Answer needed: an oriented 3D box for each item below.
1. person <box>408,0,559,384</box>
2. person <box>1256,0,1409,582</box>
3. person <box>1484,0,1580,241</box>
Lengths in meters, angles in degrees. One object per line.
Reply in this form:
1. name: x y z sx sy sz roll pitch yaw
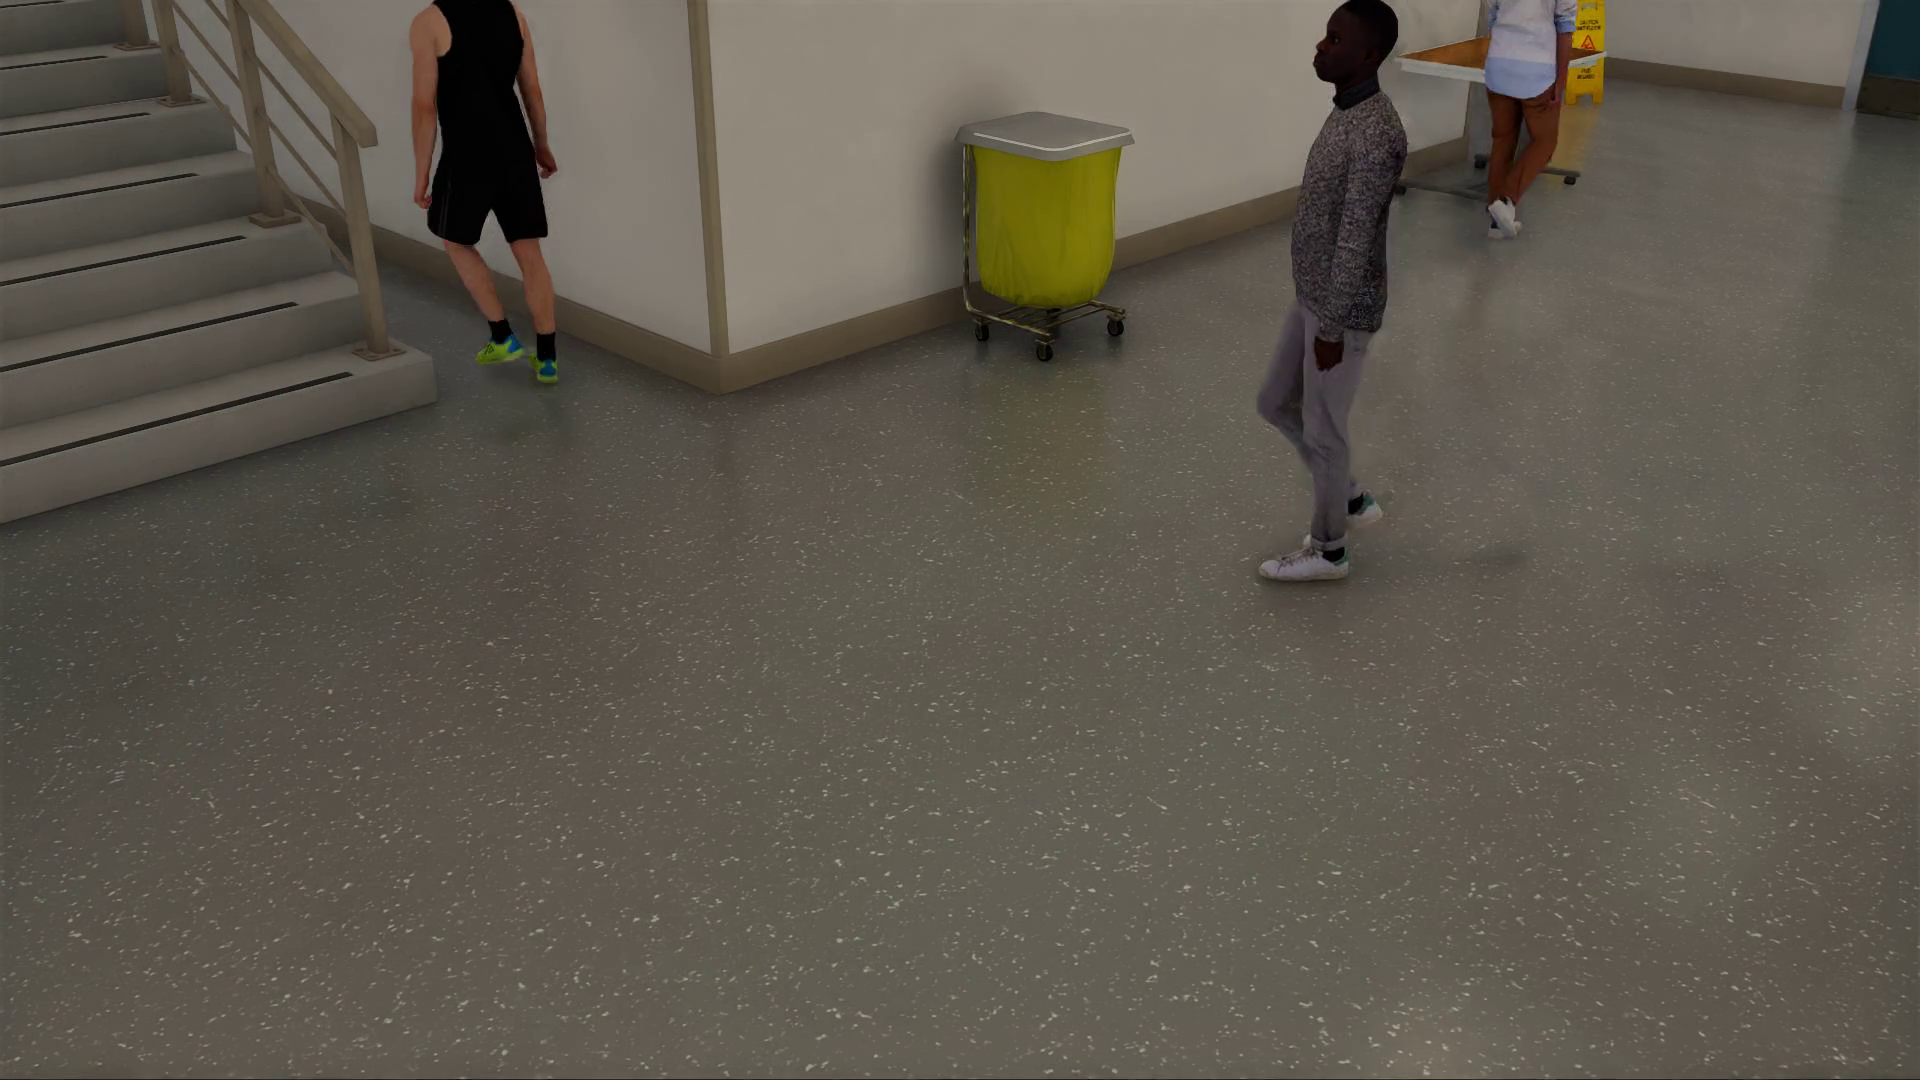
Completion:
1. person: -1.890 -1.514 6.735 0.856 1.861 0.727 -17 31 -32
2. person: 1.243 -0.716 5.124 0.891 1.823 0.831 0 26 0
3. person: 2.922 -2.453 8.739 0.720 1.812 0.699 -21 33 -37
